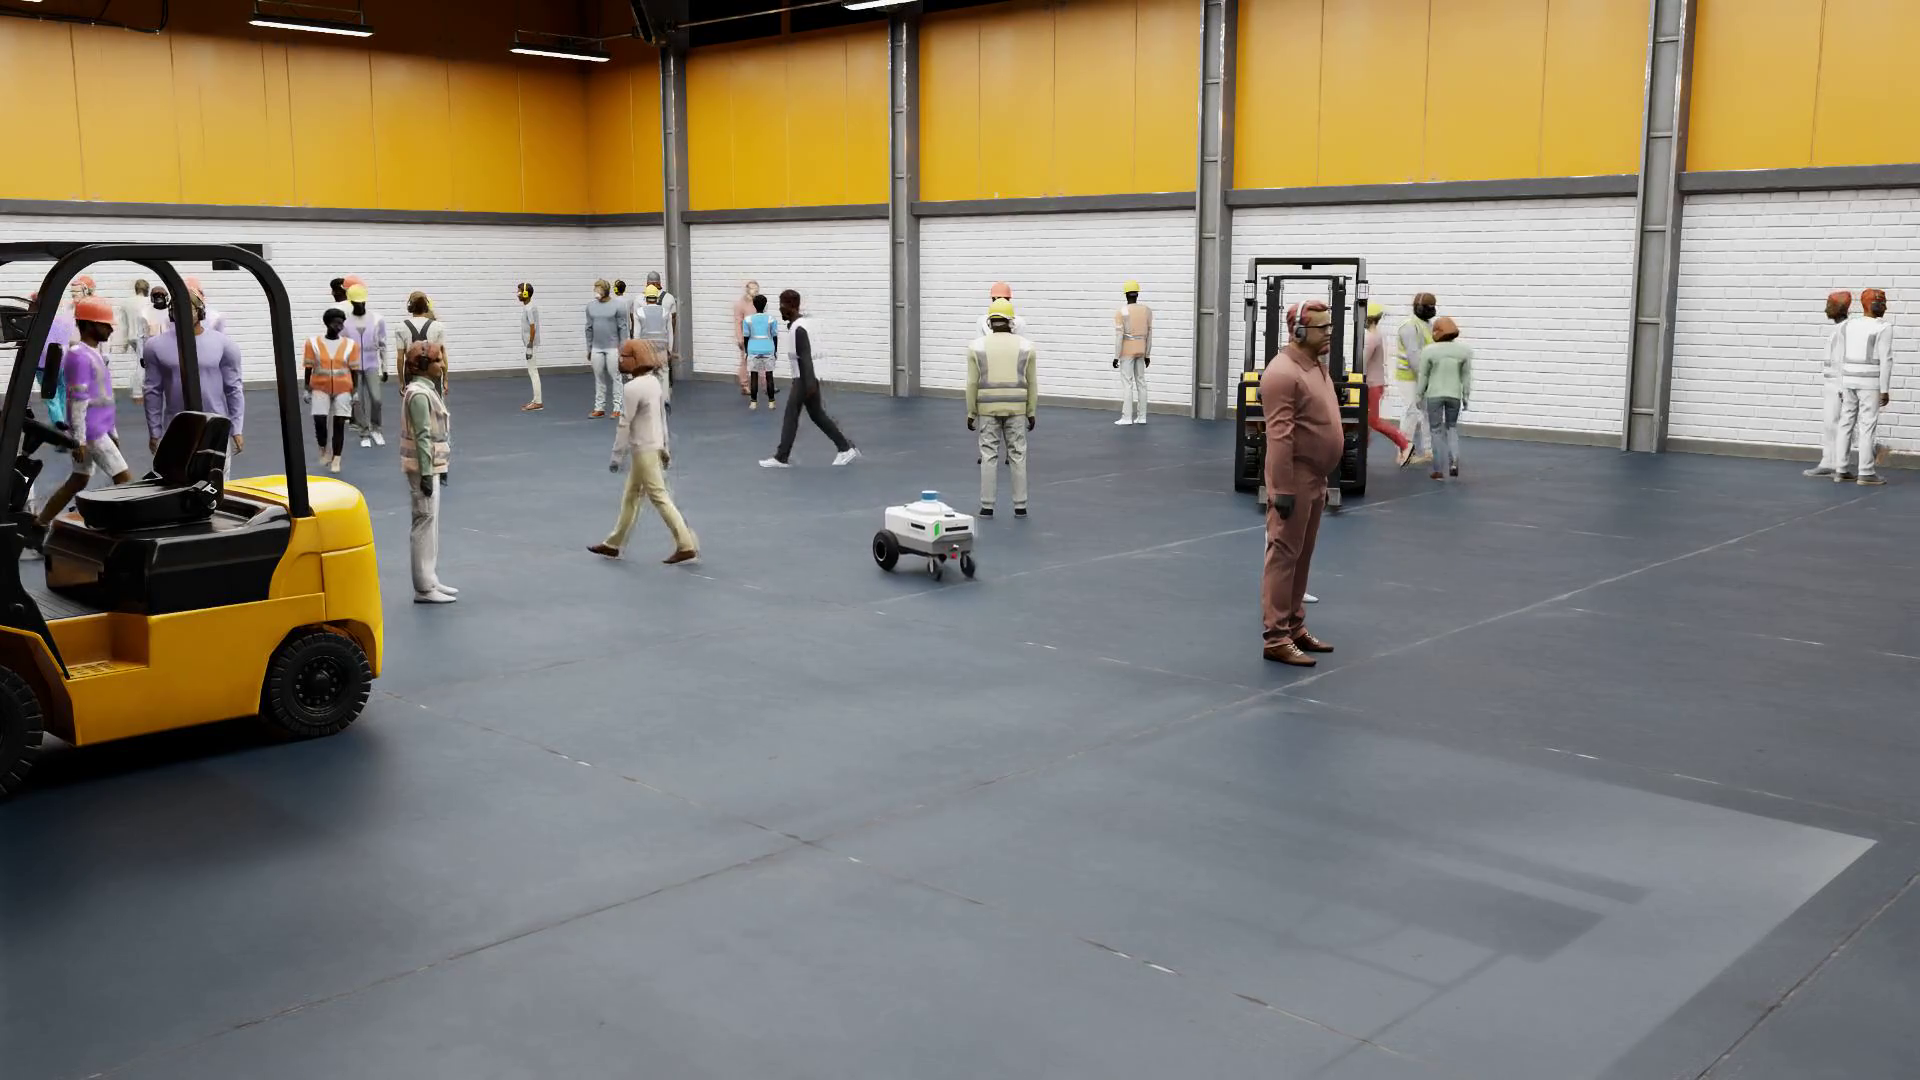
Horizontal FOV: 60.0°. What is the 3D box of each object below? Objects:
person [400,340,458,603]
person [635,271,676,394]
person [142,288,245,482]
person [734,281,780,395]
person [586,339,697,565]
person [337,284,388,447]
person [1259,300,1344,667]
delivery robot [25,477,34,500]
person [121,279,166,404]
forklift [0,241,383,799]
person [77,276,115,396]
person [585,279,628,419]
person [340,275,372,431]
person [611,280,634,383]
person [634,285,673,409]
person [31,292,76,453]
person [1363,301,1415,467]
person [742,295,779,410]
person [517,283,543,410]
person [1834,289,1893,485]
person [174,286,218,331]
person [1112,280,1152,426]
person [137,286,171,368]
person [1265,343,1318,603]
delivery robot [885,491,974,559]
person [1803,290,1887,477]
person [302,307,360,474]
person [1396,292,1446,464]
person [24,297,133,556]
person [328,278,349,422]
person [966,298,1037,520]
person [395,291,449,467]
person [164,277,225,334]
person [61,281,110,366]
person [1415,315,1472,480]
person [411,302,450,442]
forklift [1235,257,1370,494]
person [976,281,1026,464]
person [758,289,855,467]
[{"bbox_3d":[-3.315,-0.422,10.344,0.311,1.638,0.516,-2,10,-14],"label":"person"},{"bbox_3d":[-5.064,-3.438,27.589,0.684,2.000,0.538,-4,10,-21],"label":"person"},{"bbox_3d":[-5.247,-0.749,11.417,0.635,1.939,0.362,-2,10,-15],"label":"person"},{"bbox_3d":[-3.321,-3.277,27.105,0.681,1.865,0.915,-7,12,-37],"label":"person"},{"bbox_3d":[-2.242,-0.617,11.693,0.890,1.582,0.514,2,9,11],"label":"person"},{"bbox_3d":[-6.925,-2.009,19.264,0.589,1.902,0.473,-4,10,-25],"label":"person"},{"bbox_3d":[1.817,-0.307,8.798,0.406,1.911,0.638,5,11,28],"label":"person"},{"bbox_3d":[-7.814,-0.427,13.388,0.477,0.478,0.707,1,9,6],"label":"delivery robot"},{"bbox_3d":[-12.571,-3.074,25.769,0.624,1.900,0.878,4,10,22],"label":"person"},{"bbox_3d":[-3.706,-0.171,7.093,1.214,2.155,2.313,9,13,43],"label":"forklift"},{"bbox_3d":[-13.457,-3.088,25.754,0.659,1.958,0.761,5,10,26],"label":"person"},{"bbox_3d":[-4.879,-2.630,22.968,0.628,1.934,0.374,3,10,18],"label":"person"},{"bbox_3d":[-7.750,-2.399,21.364,0.382,1.994,0.613,-1,9,-9],"label":"person"},{"bbox_3d":[-6.116,-3.750,30.012,0.514,1.877,0.328,-7,12,-37],"label":"person"},{"bbox_3d":[-4.531,-2.843,24.577,0.588,1.835,0.403,-3,10,-20],"label":"person"},{"bbox_3d":[-10.378,-1.908,18.904,0.905,1.802,0.583,8,12,41],"label":"person"},{"bbox_3d":[4.343,-1.608,17.275,0.746,1.741,0.518,3,10,19],"label":"person"},{"bbox_3d":[-2.922,-2.747,24.410,0.536,1.697,0.318,-1,9,-9],"label":"person"},{"bbox_3d":[-6.337,-2.848,24.499,0.310,1.868,0.532,-2,9,-12],"label":"person"},{"bbox_3d":[8.715,-1.474,16.044,0.358,1.880,0.574,-4,10,-21],"label":"person"},{"bbox_3d":[-8.299,-1.837,18.266,0.426,1.883,0.596,2,9,12],"label":"person"},{"bbox_3d":[2.273,-2.477,22.056,0.593,1.922,0.373,-6,11,-30],"label":"person"},{"bbox_3d":[-10.582,-2.442,22.097,0.622,1.844,0.429,-4,10,-23],"label":"person"},{"bbox_3d":[2.041,-0.398,10.176,0.310,1.642,0.514,6,11,32],"label":"person"},{"bbox_3d":[-0.210,-0.093,11.338,0.477,0.478,0.707,-6,11,-33],"label":"delivery robot"},{"bbox_3d":[8.761,-1.524,16.392,0.620,1.863,0.587,4,10,21],"label":"person"},{"bbox_3d":[-6.340,-1.504,16.800,0.559,1.681,0.361,-4,10,-22],"label":"person"},{"bbox_3d":[4.909,-1.720,17.728,0.463,1.825,0.629,9,13,43],"label":"person"},{"bbox_3d":[-6.253,-0.793,11.879,1.022,1.886,0.541,-4,10,-22],"label":"person"},{"bbox_3d":[-8.315,-2.567,22.539,0.428,1.948,0.626,4,10,24],"label":"person"},{"bbox_3d":[0.341,-1.078,13.771,0.593,1.828,0.403,0,9,-3],"label":"person"},{"bbox_3d":[-5.557,-1.648,17.212,0.506,1.847,0.345,-2,10,-14],"label":"person"},{"bbox_3d":[-8.489,-1.927,18.521,0.613,1.987,1.079,-5,10,-26],"label":"person"},{"bbox_3d":[-11.652,-2.482,22.138,0.643,1.910,0.400,1,9,5],"label":"person"},{"bbox_3d":[4.753,-1.394,16.360,0.499,1.616,0.360,0,9,-2],"label":"person"},{"bbox_3d":[-6.239,-1.967,19.593,0.565,1.709,0.512,3,10,19],"label":"person"},{"bbox_3d":[3.309,-1.629,16.029,1.214,2.155,2.313,2,9,11],"label":"forklift"},{"bbox_3d":[0.421,-1.769,17.663,0.545,1.942,0.352,2,9,11],"label":"person"},{"bbox_3d":[-1.579,-1.678,17.372,0.997,1.867,0.646,-1,9,-6],"label":"person"}]
